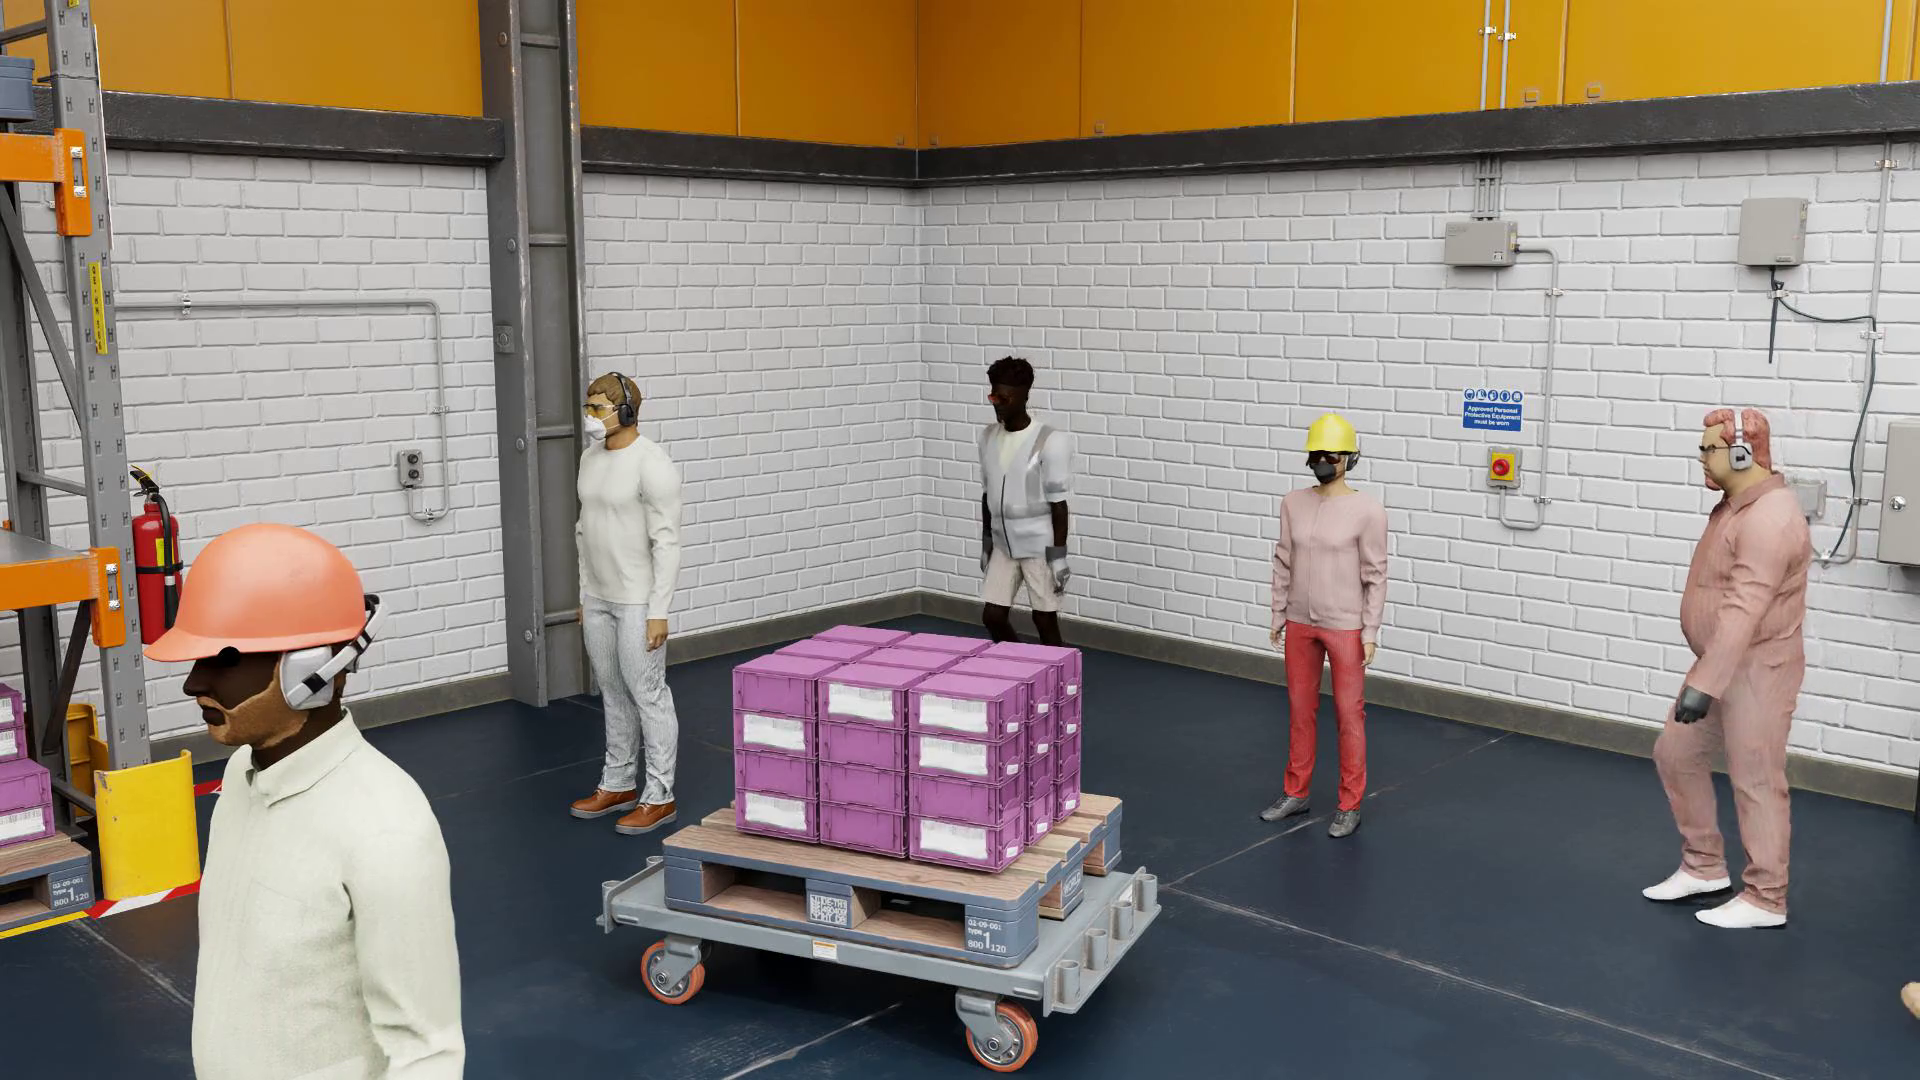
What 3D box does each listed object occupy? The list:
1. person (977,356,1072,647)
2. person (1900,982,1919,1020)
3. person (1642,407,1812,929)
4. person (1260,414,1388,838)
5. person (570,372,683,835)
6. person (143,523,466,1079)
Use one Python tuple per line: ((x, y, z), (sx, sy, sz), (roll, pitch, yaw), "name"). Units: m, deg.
((0.333, 0.020, 8.548), (0.613, 1.932, 0.516), (8, 12, 40), "person")
((3.384, 0.585, 4.723), (1.043, 2.000, 0.704), (8, 12, 41), "person")
((2.722, 0.471, 5.930), (0.605, 1.881, 0.639), (2, 9, 11), "person")
((1.528, 0.353, 6.977), (0.530, 1.772, 0.303), (9, 13, 43), "person")
((-1.419, 0.261, 7.027), (0.633, 1.939, 0.368), (9, 13, 43), "person")
((-0.991, 0.958, 2.577), (0.618, 1.994, 0.380), (9, 13, 43), "person")
